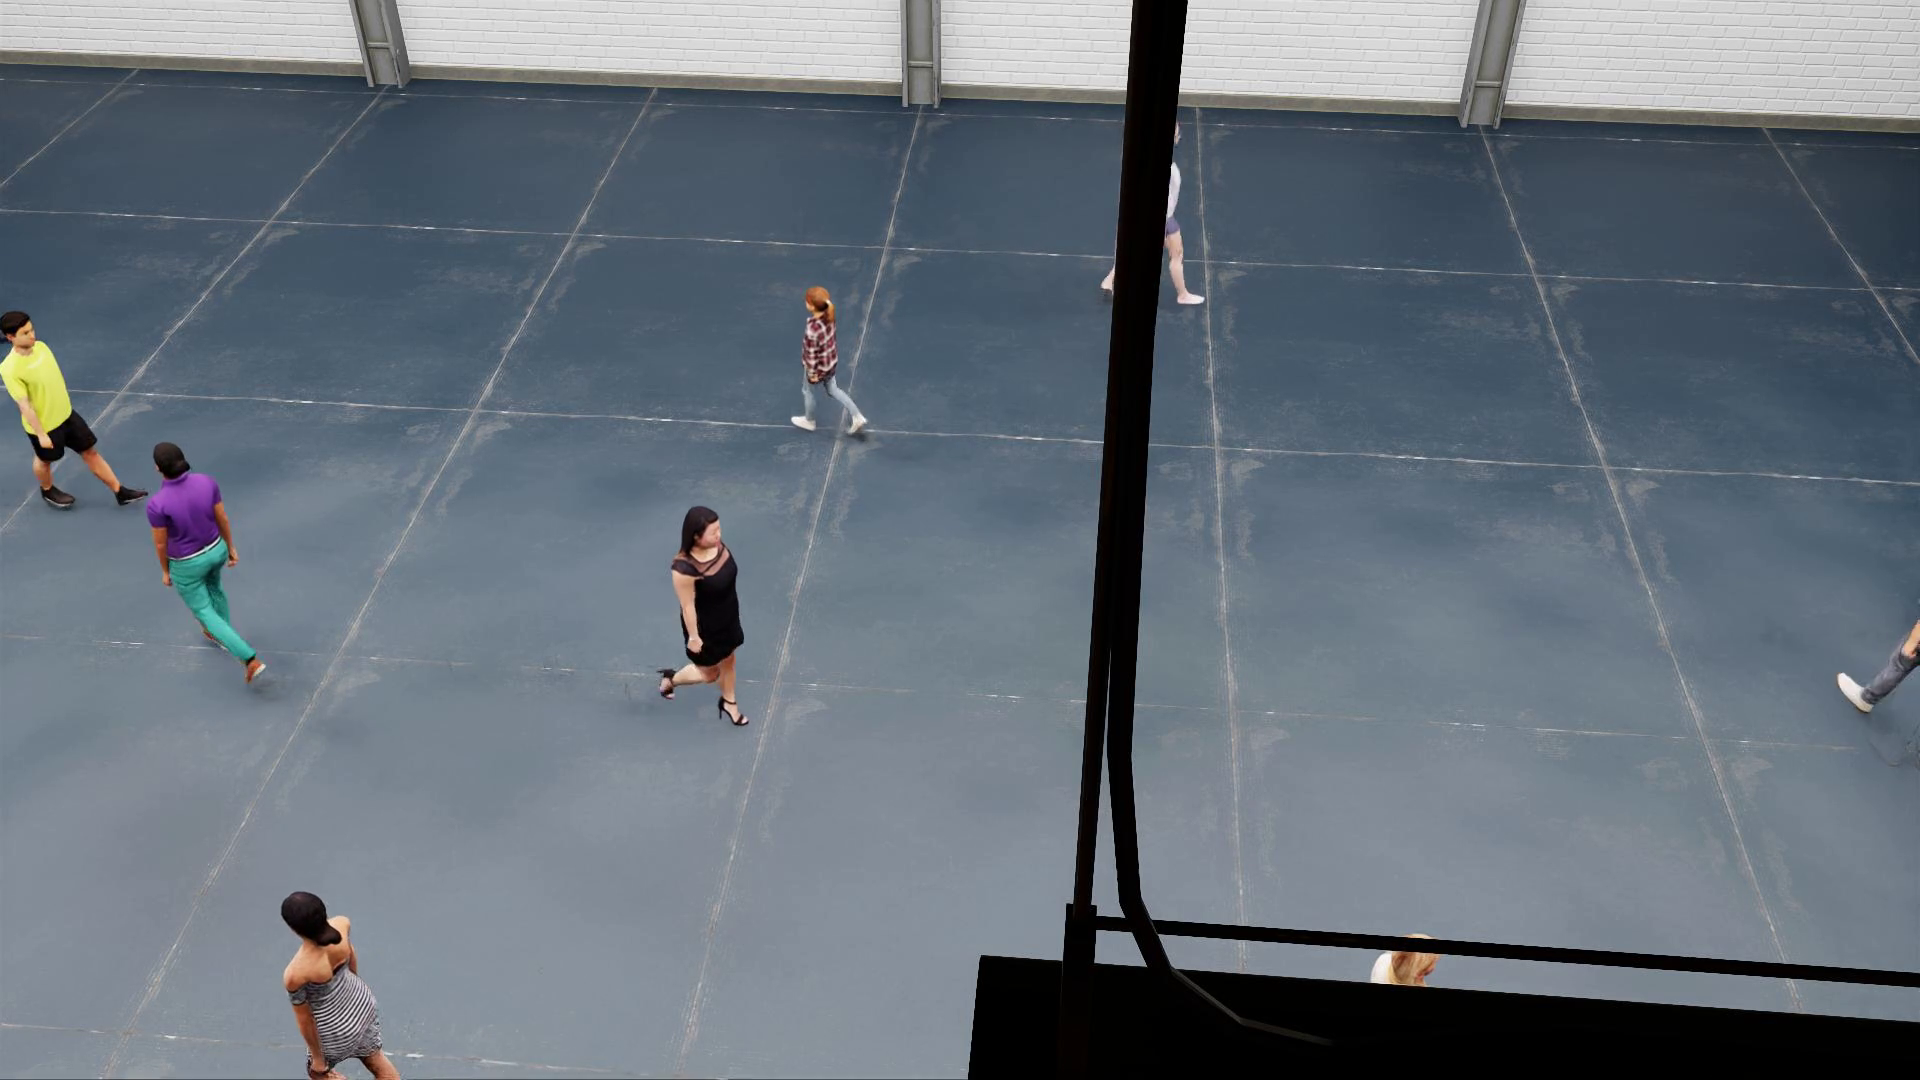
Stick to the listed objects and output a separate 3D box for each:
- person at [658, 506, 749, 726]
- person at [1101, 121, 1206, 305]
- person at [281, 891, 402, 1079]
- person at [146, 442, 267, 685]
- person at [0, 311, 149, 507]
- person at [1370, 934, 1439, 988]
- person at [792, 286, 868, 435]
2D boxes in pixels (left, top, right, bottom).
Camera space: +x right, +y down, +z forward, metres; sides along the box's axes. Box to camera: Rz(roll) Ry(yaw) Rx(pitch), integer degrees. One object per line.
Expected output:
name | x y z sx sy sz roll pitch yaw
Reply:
person | -1.618 0.493 10.239 0.935 1.701 0.796 14 41 17
person | 1.631 -2.791 14.334 1.150 1.722 0.622 1 39 1
person | -2.832 2.326 7.858 0.713 1.807 0.699 14 41 17
person | -4.816 0.163 10.616 1.181 1.745 0.954 22 44 25
person | -6.655 -0.892 12.006 1.114 1.660 0.733 8 39 10
person | 1.984 2.435 7.721 0.640 1.809 0.659 -12 40 -15
person | -1.015 -1.360 12.890 0.948 1.288 0.745 19 42 22
